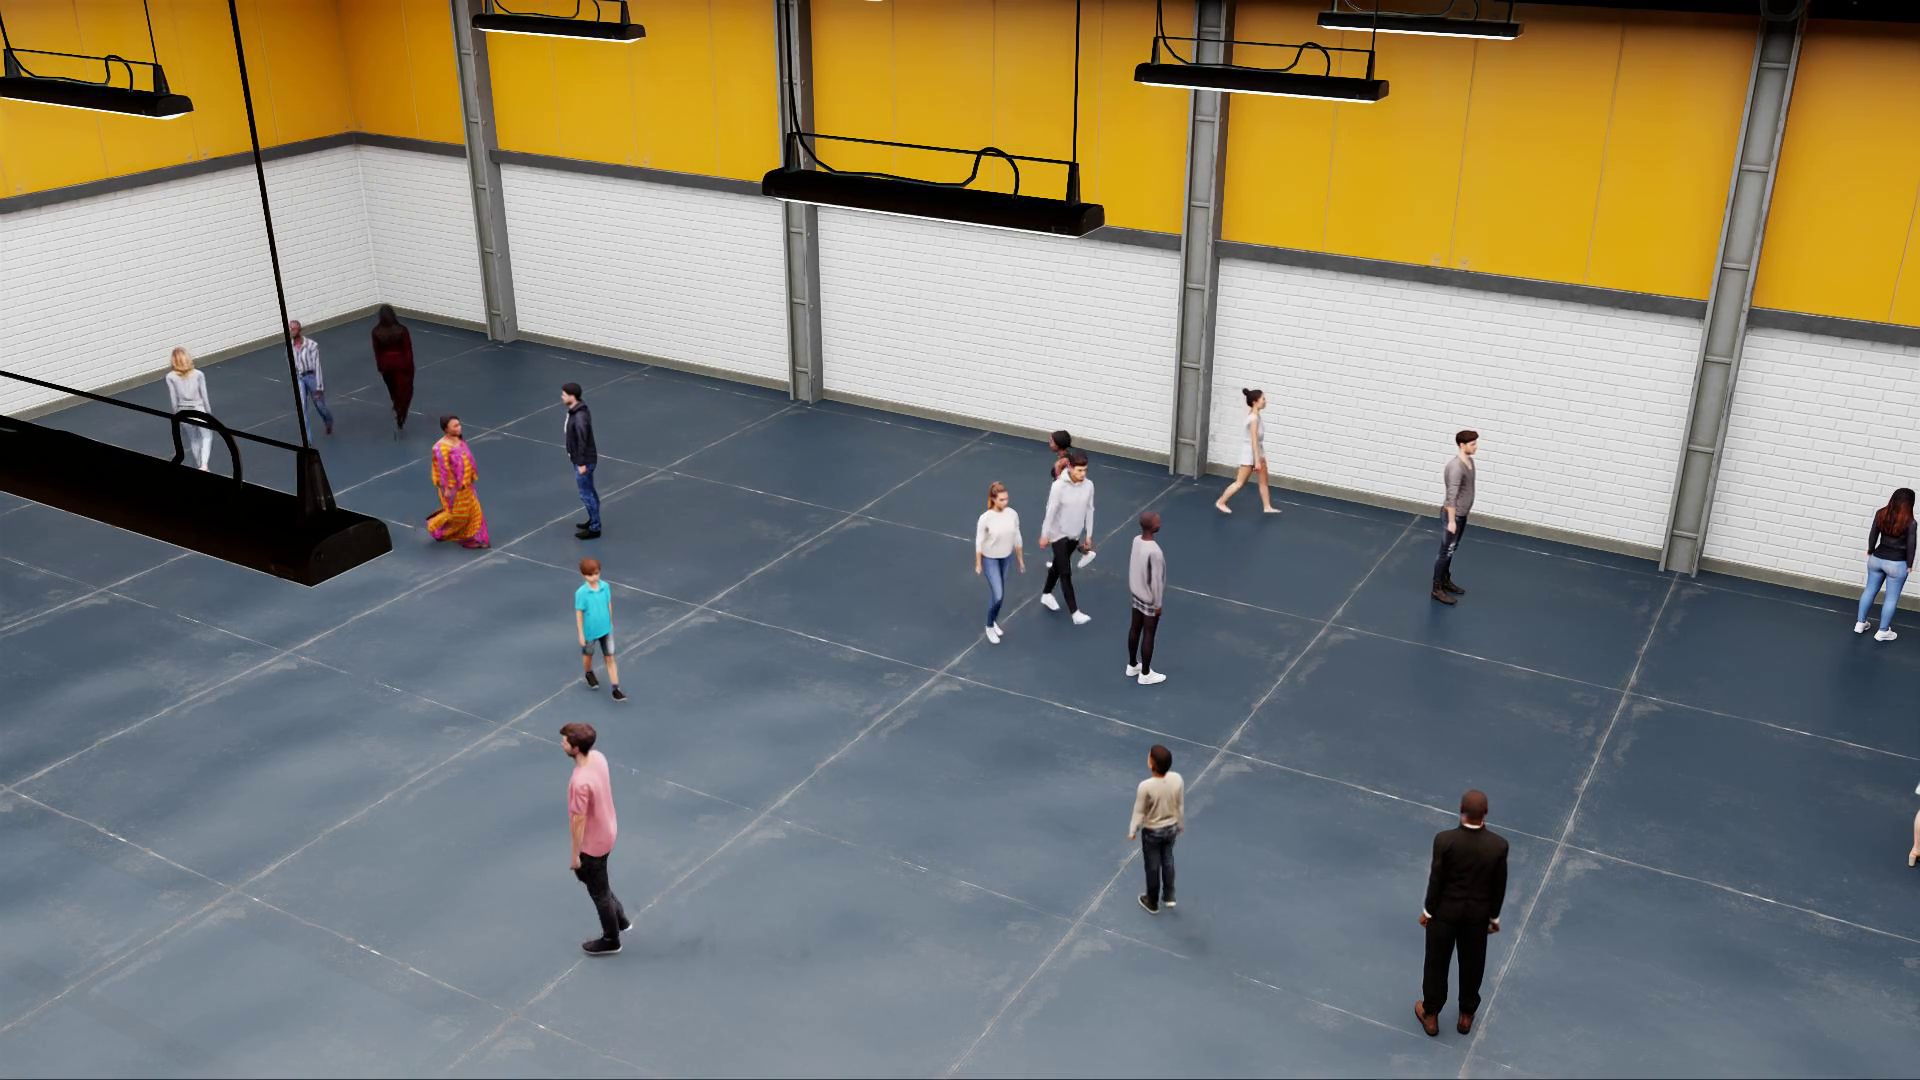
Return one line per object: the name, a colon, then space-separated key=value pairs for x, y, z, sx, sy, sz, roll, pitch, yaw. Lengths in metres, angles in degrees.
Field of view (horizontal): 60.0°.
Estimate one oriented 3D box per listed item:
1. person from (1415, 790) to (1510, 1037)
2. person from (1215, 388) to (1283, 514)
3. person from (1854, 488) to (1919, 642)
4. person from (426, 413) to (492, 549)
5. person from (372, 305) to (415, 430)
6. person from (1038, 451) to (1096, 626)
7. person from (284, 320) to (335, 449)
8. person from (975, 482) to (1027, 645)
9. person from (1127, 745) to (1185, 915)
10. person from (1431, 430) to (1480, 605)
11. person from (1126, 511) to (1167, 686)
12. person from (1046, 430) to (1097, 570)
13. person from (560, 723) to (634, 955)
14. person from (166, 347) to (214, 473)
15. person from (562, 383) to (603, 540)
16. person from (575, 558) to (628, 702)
person: x=3.429 y=2.546 z=11.391 sx=0.707 sy=1.904 sz=0.836 roll=2 pitch=24 yaw=5
person: x=3.431 y=-1.023 z=19.975 sx=1.096 sy=1.569 sz=0.777 roll=6 pitch=24 yaw=13
person: x=9.517 y=0.228 z=17.032 sx=0.778 sy=1.634 sz=0.662 roll=-14 pitch=27 yaw=-28
person: x=-5.808 y=-0.669 z=19.056 sx=1.070 sy=1.657 sz=0.791 roll=7 pitch=24 yaw=15
person: x=-7.735 y=-2.322 z=22.747 sx=1.084 sy=1.729 sz=1.084 roll=-3 pitch=24 yaw=-6
person: x=1.040 y=-0.080 z=17.449 sx=1.047 sy=1.865 sz=1.290 roll=-14 pitch=27 yaw=-28
person: x=-8.654 y=-2.084 z=22.162 sx=1.100 sy=1.761 sz=1.059 roll=-2 pitch=24 yaw=-4
person: x=0.337 y=0.197 z=17.014 sx=0.762 sy=1.705 sz=0.809 roll=-14 pitch=27 yaw=-29
person: x=1.547 y=2.237 z=12.653 sx=0.674 sy=1.459 sz=0.714 roll=-9 pitch=25 yaw=-21
person: x=5.312 y=-0.285 z=17.866 sx=0.576 sy=1.905 sz=0.692 roll=14 pitch=27 yaw=30
person: x=1.798 y=0.540 z=16.145 sx=0.754 sy=1.771 sz=0.652 roll=-11 pitch=26 yaw=-24
person: x=1.221 y=-0.394 z=18.394 sx=0.858 sy=1.682 sz=0.678 roll=11 pitch=26 yaw=23
person: x=-2.580 y=2.191 z=12.148 sx=0.796 sy=1.950 sz=0.775 roll=1 pitch=24 yaw=3
person: x=-9.629 y=-1.527 z=20.857 sx=0.886 sy=1.785 sz=0.949 roll=-6 pitch=24 yaw=-14
person: x=-4.371 y=-0.944 z=19.399 sx=0.797 sy=1.886 sz=0.762 roll=-4 pitch=24 yaw=-9
person: x=-3.522 y=0.827 z=15.943 sx=0.814 sy=1.409 sz=1.041 roll=-15 pitch=28 yaw=-31
